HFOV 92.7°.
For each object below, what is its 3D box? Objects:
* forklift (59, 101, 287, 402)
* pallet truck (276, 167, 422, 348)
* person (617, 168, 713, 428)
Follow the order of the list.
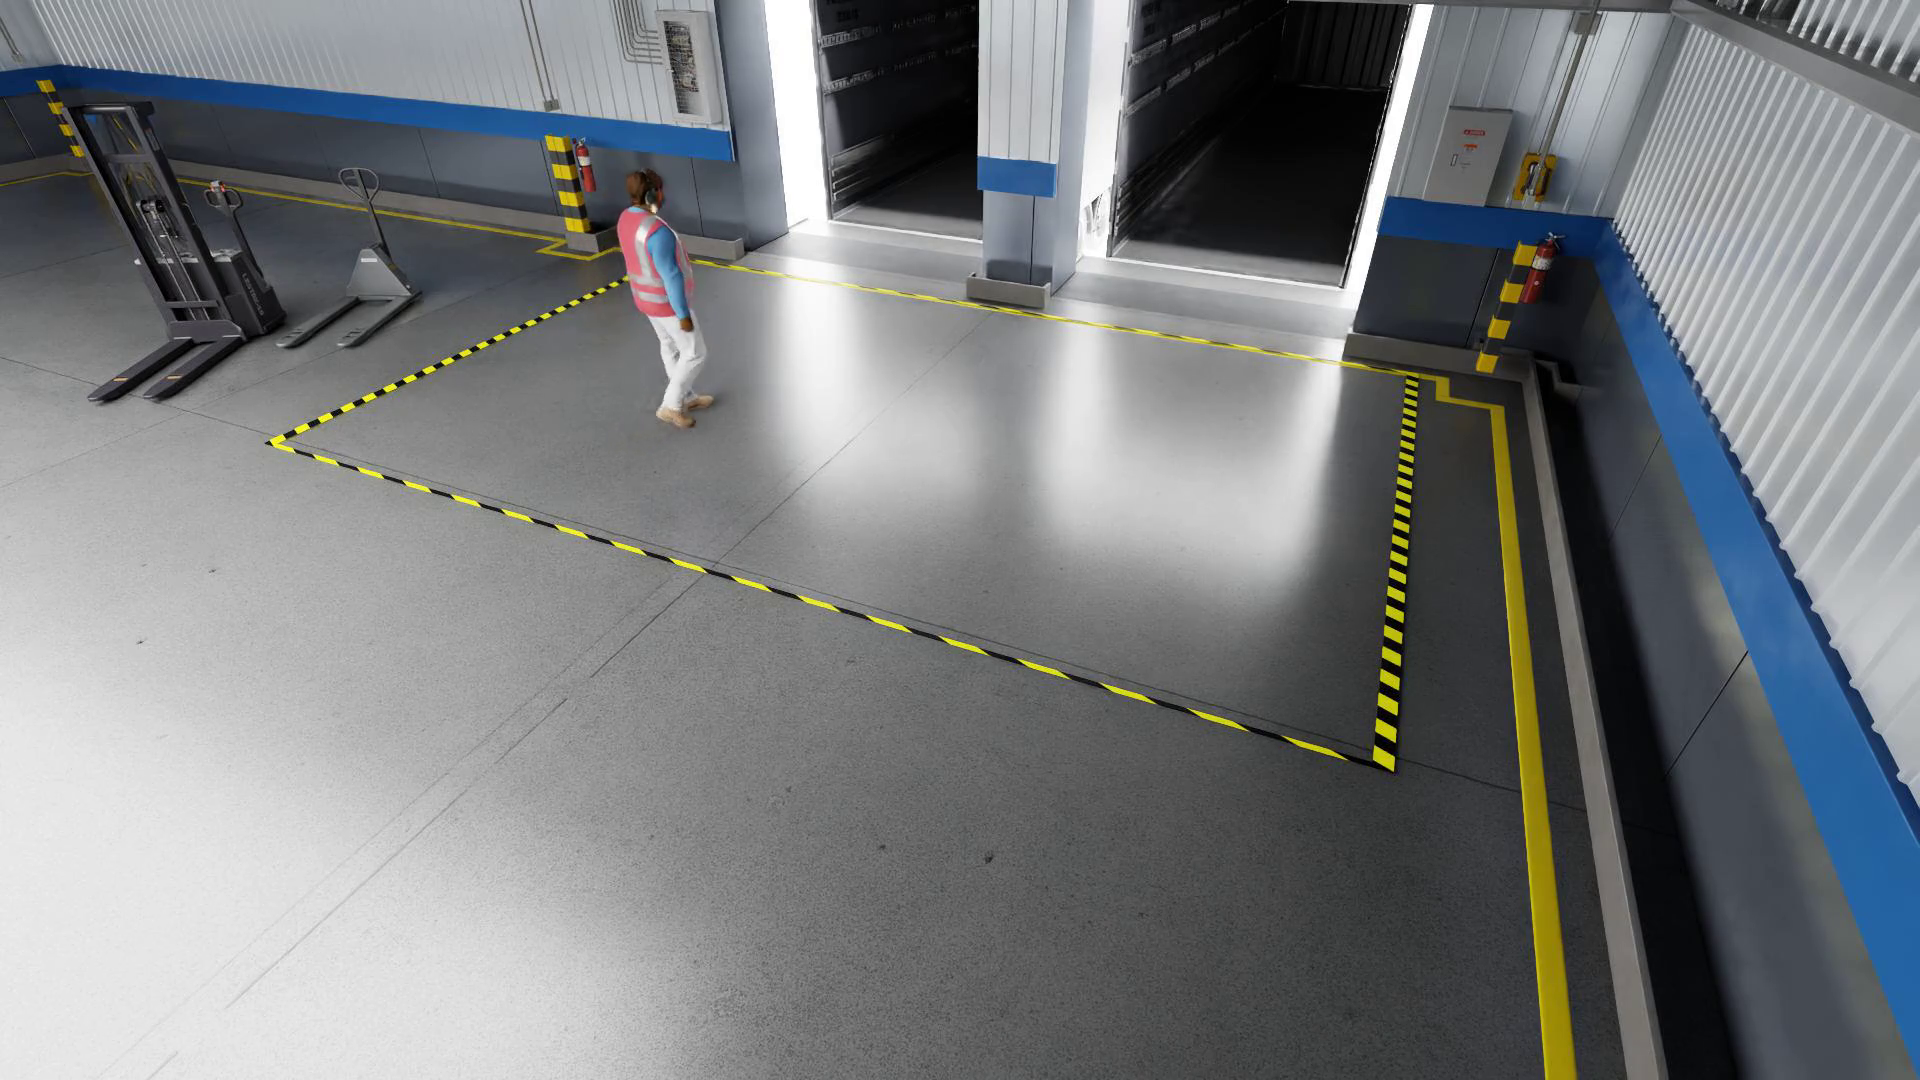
[{"bbox_3d":[-6.686,-2.387,7.434,0.823,1.965,1.885,-3,35,-5],"label":"forklift"},{"bbox_3d":[-5.732,-2.611,8.414,0.680,1.201,1.601,-1,35,-1],"label":"pallet truck"},{"bbox_3d":[-2.119,-1.695,6.585,0.552,1.832,0.660,-25,42,-32],"label":"person"}]
